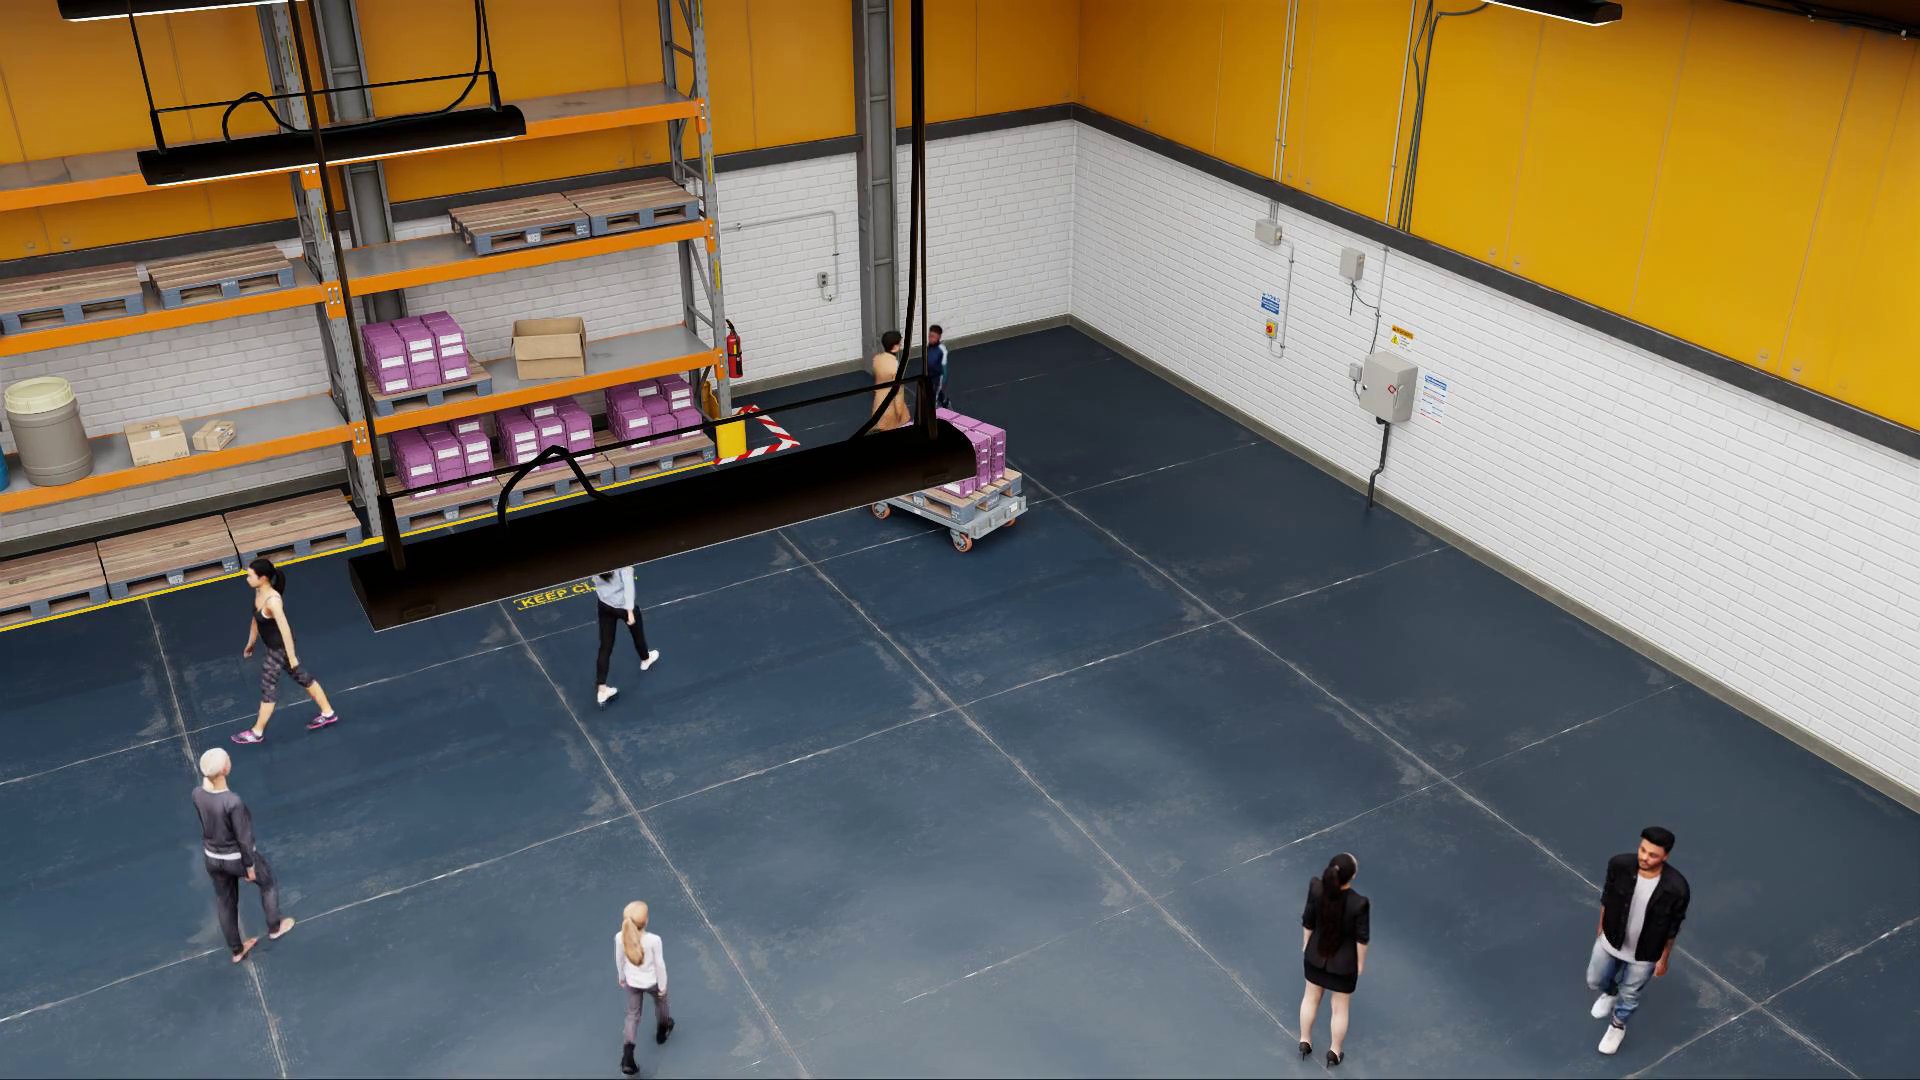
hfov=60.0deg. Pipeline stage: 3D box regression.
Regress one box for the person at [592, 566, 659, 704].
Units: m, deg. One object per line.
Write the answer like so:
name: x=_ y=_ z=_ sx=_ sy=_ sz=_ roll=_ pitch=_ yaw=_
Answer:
person: x=-3.062 y=0.641 z=14.581 sx=1.048 sy=1.662 sz=1.187 roll=12 pitch=31 yaw=20

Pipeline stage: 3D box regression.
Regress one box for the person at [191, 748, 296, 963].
person: x=-5.132 y=2.242 z=11.598 sx=0.812 sy=1.708 sz=0.869 roll=6 pitch=29 yaw=10

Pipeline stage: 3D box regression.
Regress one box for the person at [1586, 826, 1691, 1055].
person: x=4.471 y=2.564 z=10.913 sx=0.811 sy=1.799 sz=0.843 roll=23 pitch=36 yaw=36

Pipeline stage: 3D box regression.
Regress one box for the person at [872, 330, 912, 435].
person: x=-0.854 y=-1.487 z=18.443 sx=0.894 sy=1.699 sz=1.190 roll=22 pitch=35 yaw=34

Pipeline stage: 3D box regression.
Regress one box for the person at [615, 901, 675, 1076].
person: x=-2.088 y=2.916 z=10.830 sx=0.854 sy=1.261 sz=0.877 roll=5 pitch=29 yaw=9

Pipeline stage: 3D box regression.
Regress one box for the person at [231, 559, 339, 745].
person: x=-5.651 y=0.901 z=14.073 sx=1.065 sy=1.693 sz=0.555 roll=-16 pitch=32 yaw=-26

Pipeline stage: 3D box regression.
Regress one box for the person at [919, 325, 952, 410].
person: x=-0.271 y=-1.986 z=19.840 sx=0.759 sy=1.237 sz=0.948 roll=17 pitch=33 yaw=29

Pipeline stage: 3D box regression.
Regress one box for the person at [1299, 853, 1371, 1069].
person: x=2.404 y=2.710 z=10.752 sx=0.673 sy=1.696 sz=0.676 roll=18 pitch=33 yaw=29
